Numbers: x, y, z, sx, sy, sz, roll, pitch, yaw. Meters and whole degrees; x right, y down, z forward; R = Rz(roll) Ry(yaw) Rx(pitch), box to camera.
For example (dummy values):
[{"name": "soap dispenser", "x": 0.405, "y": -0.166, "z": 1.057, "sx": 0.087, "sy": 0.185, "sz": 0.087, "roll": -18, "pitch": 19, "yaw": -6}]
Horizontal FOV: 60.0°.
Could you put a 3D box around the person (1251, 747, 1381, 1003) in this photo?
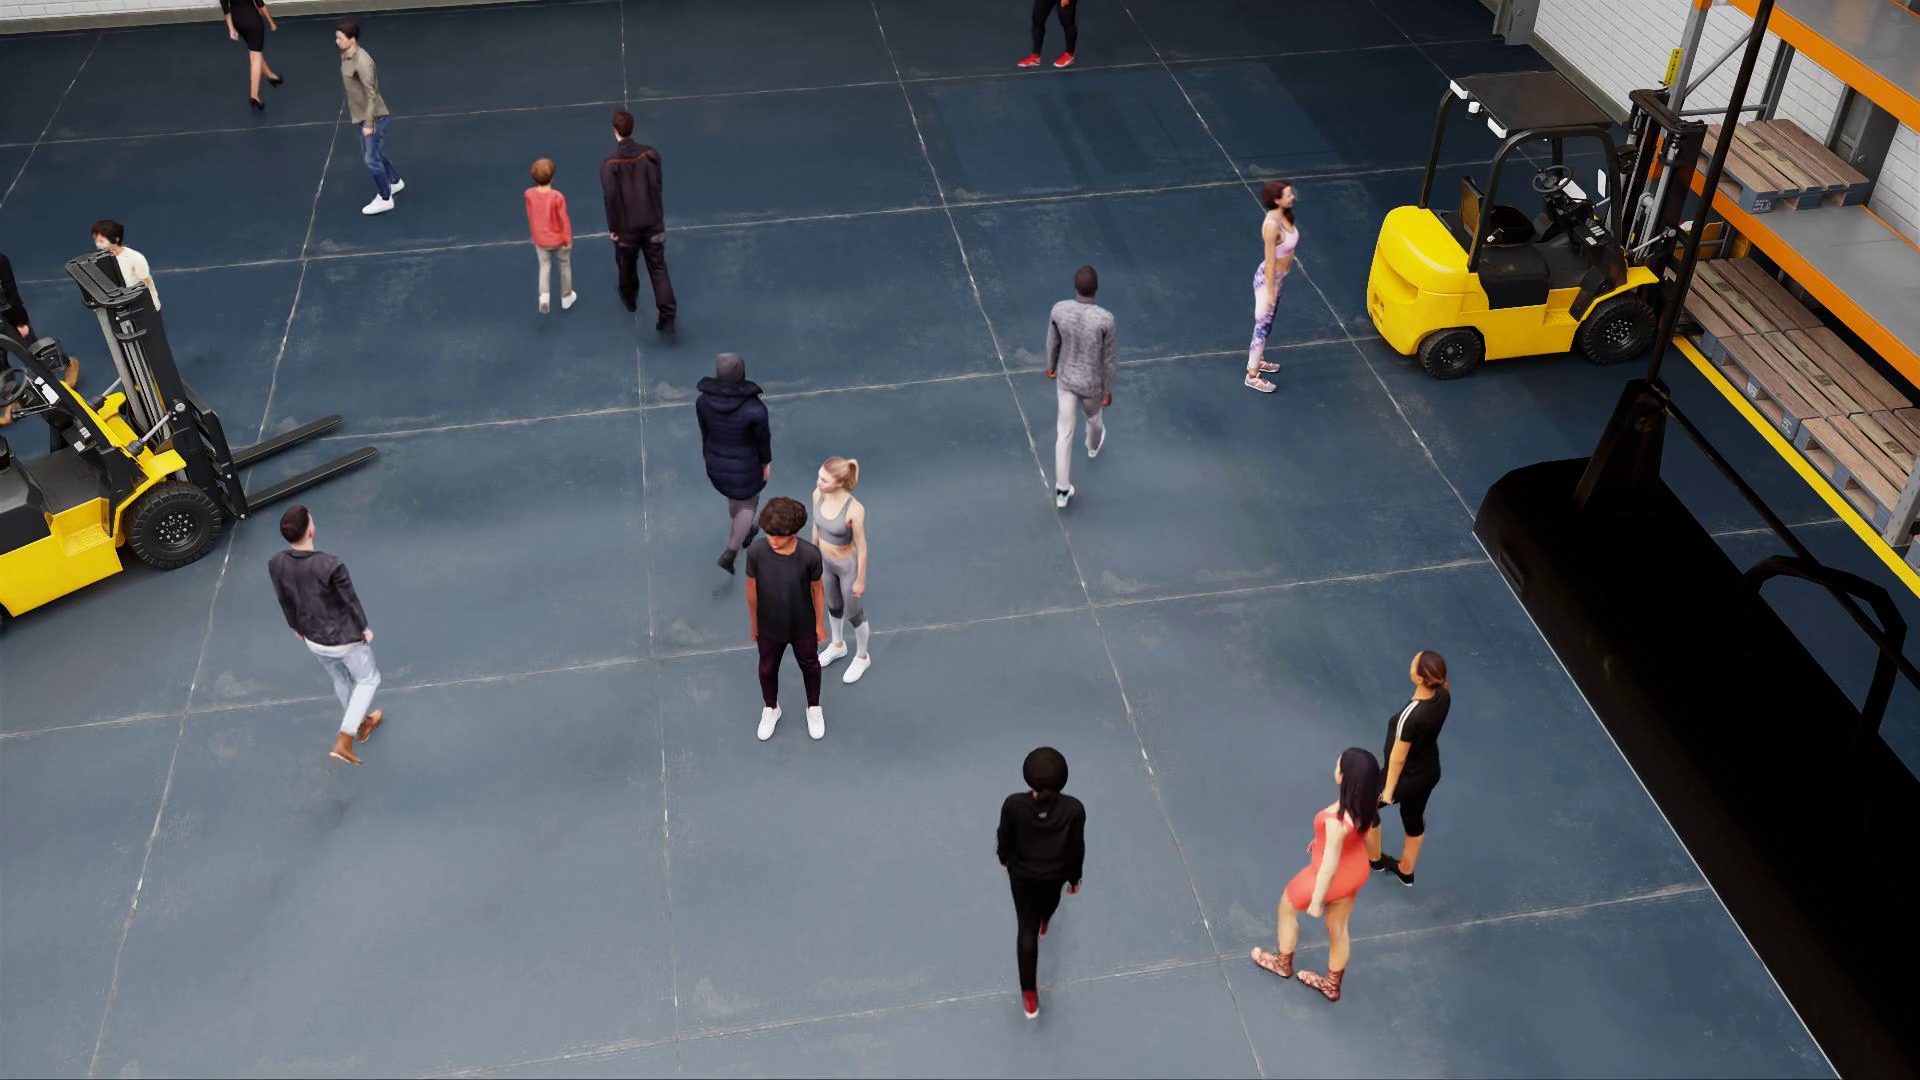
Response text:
[{"name": "person", "x": 1.984, "y": 1.760, "z": 8.461, "sx": 0.869, "sy": 1.702, "sz": 0.787, "roll": 30, "pitch": 47, "yaw": 32}]

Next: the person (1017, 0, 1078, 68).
[{"name": "person", "x": 1.161, "y": -6.048, "z": 18.167, "sx": 1.007, "sy": 1.791, "sz": 1.010, "roll": -25, "pitch": 45, "yaw": -28}]

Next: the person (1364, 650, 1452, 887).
[{"name": "person", "x": 2.511, "y": 1.307, "z": 9.065, "sx": 0.740, "sy": 1.656, "sz": 0.786, "roll": -28, "pitch": 46, "yaw": -30}]

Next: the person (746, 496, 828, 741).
[{"name": "person", "x": -1.044, "y": 0.456, "z": 10.032, "sx": 0.664, "sy": 1.780, "sz": 0.620, "roll": 1, "pitch": 39, "yaw": 1}]

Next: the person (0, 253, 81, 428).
[{"name": "person", "x": -7.361, "y": -1.780, "z": 12.891, "sx": 0.972, "sy": 1.705, "sz": 1.188, "roll": 10, "pitch": 40, "yaw": 13}]

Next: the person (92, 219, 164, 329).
[{"name": "person", "x": -6.407, "y": -1.838, "z": 13.067, "sx": 0.689, "sy": 1.577, "sz": 0.709, "roll": 9, "pitch": 40, "yaw": 11}]

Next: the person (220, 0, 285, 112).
[{"name": "person", "x": -7.440, "y": -5.297, "z": 17.352, "sx": 0.837, "sy": 1.633, "sz": 1.101, "roll": 8, "pitch": 39, "yaw": 9}]

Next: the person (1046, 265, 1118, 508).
[{"name": "person", "x": 0.836, "y": -1.070, "z": 11.930, "sx": 1.088, "sy": 1.794, "sz": 1.318, "roll": 11, "pitch": 40, "yaw": 14}]

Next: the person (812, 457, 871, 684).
[{"name": "person", "x": -0.740, "y": 0.166, "z": 10.455, "sx": 0.623, "sy": 1.705, "sz": 0.694, "roll": 26, "pitch": 45, "yaw": 29}]

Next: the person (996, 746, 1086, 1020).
[{"name": "person", "x": 0.405, "y": 1.749, "z": 8.524, "sx": 0.767, "sy": 1.640, "sz": 1.125, "roll": 2, "pitch": 39, "yaw": 3}]

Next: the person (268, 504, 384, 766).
[{"name": "person", "x": -3.723, "y": 0.610, "z": 9.805, "sx": 0.856, "sy": 1.822, "sz": 0.996, "roll": 7, "pitch": 39, "yaw": 9}]

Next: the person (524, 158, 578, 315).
[{"name": "person", "x": -3.491, "y": -2.540, "z": 14.085, "sx": 0.639, "sy": 1.401, "sz": 0.794, "roll": 4, "pitch": 39, "yaw": 5}]

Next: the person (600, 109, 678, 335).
[{"name": "person", "x": -2.617, "y": -2.577, "z": 13.755, "sx": 0.875, "sy": 1.872, "sz": 1.275, "roll": -17, "pitch": 42, "yaw": -20}]

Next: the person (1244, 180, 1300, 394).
[{"name": "person", "x": 2.458, "y": -2.032, "z": 13.160, "sx": 0.739, "sy": 1.763, "sz": 0.633, "roll": 10, "pitch": 40, "yaw": 12}]

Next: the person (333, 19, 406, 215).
[{"name": "person", "x": -5.444, "y": -3.966, "z": 15.495, "sx": 0.932, "sy": 1.872, "sz": 0.842, "roll": -20, "pitch": 43, "yaw": -24}]

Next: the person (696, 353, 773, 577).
[{"name": "person", "x": -1.563, "y": -0.491, "z": 11.316, "sx": 0.940, "sy": 1.657, "sz": 1.097, "roll": 12, "pitch": 40, "yaw": 14}]
